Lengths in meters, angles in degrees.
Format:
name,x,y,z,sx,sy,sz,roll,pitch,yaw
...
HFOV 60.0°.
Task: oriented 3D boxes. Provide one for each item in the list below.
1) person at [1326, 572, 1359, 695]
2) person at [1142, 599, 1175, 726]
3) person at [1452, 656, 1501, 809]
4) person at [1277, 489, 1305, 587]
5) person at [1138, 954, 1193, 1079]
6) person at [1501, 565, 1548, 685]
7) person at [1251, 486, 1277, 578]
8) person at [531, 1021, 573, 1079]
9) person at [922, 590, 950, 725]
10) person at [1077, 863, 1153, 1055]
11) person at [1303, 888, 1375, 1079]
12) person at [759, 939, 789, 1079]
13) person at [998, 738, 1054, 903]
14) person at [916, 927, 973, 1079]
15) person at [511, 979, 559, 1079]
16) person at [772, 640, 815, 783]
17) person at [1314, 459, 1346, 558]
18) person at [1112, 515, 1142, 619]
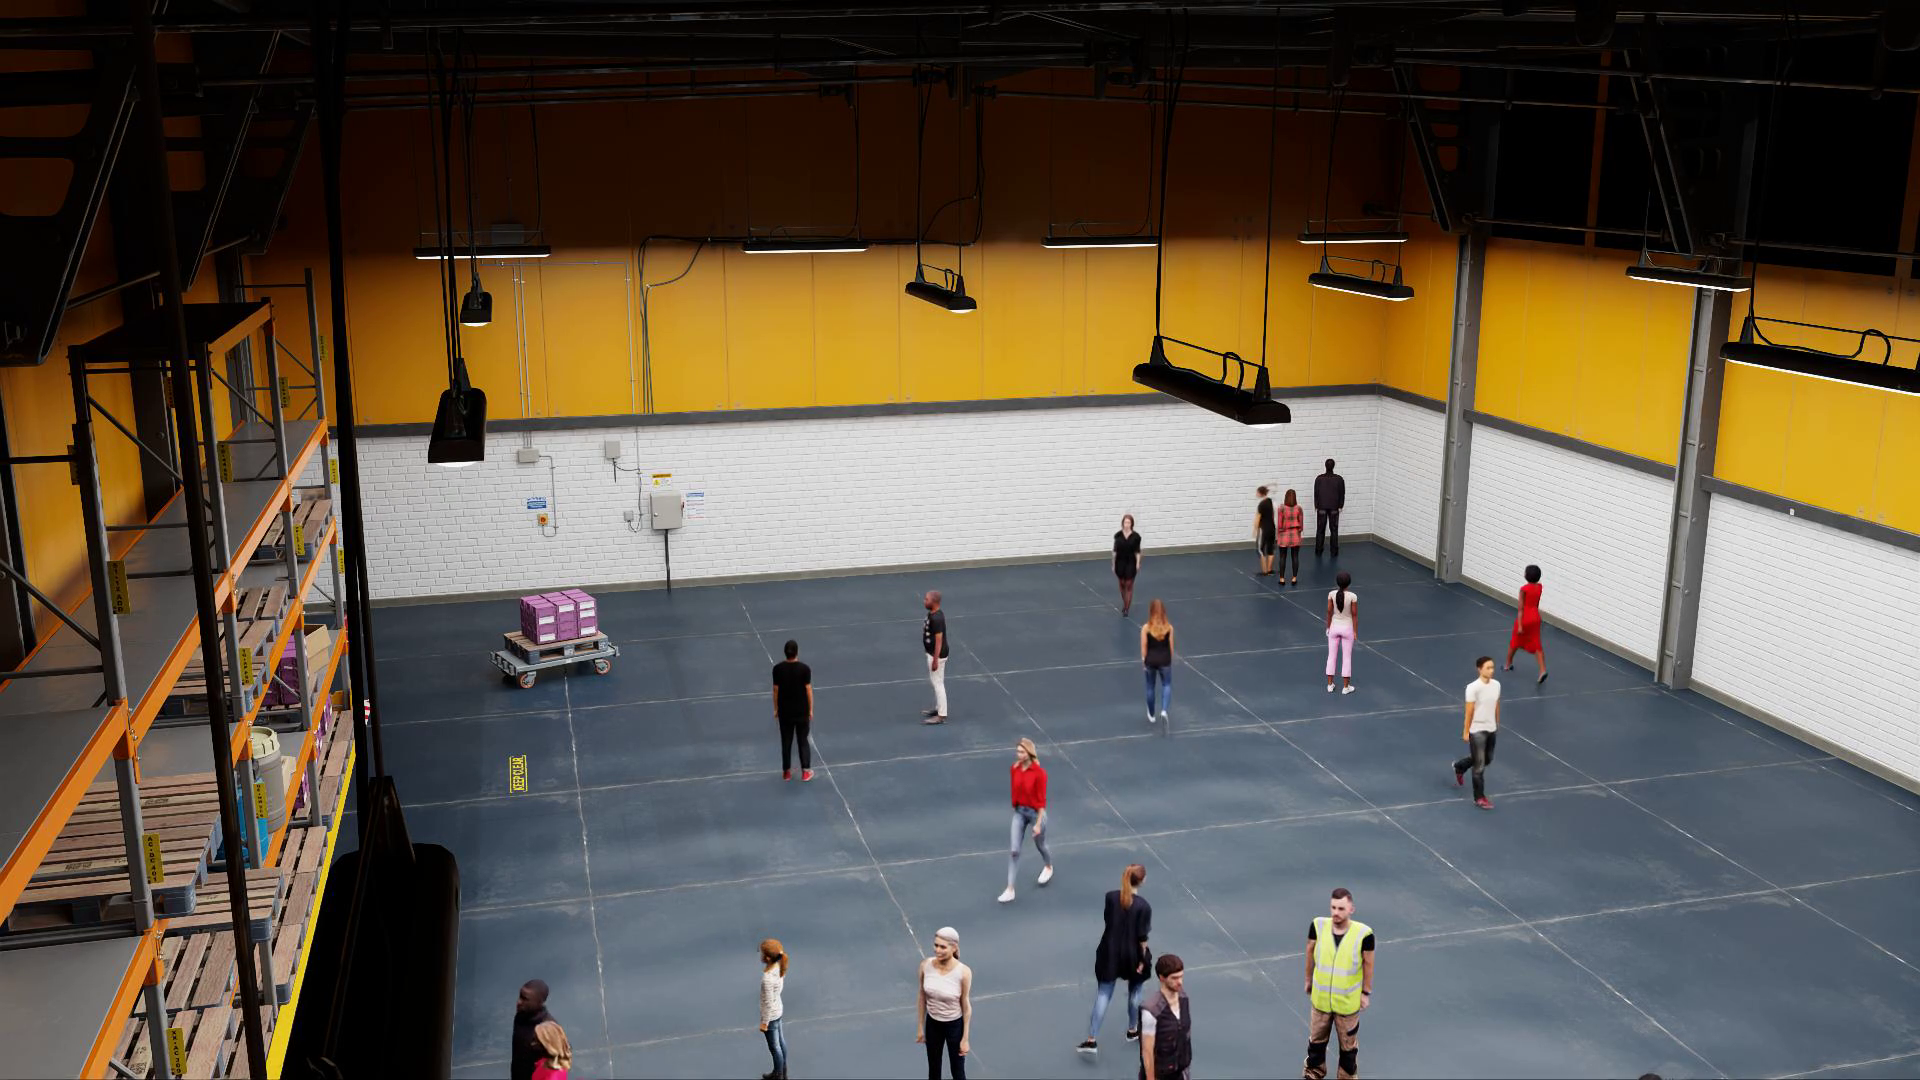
name,x,y,z,sx,sy,sz,roll,pitch,yaw
person,5.337,1.281,23.290,0.657,1.741,0.709,7,15,27
person,2.613,1.638,21.884,0.763,1.709,0.932,1,14,6
person,6.024,2.198,19.414,0.779,1.783,1.062,-7,15,-26
person,5.723,-0.055,28.887,0.679,1.703,0.661,1,14,4
person,1.425,3.895,12.356,1.021,1.808,1.267,-11,18,-39
person,8.127,1.235,23.578,0.699,1.696,1.143,-6,15,-24
person,5.468,-0.174,29.518,0.809,1.639,0.728,-6,15,-24
person,-2.723,4.136,11.605,0.728,1.691,0.948,-6,15,-23
person,-0.311,1.539,22.092,0.761,1.804,0.573,-1,14,-5
person,1.347,3.554,14.080,1.017,1.658,1.091,6,15,23
person,3.016,3.640,13.327,0.855,1.846,0.906,6,15,23
person,-1.519,3.861,13.542,0.607,1.316,0.526,2,14,8
person,0.767,2.859,17.053,1.118,1.609,1.164,8,16,31
person,-0.108,3.800,12.972,0.682,1.702,0.724,6,15,24
person,-2.983,3.983,11.977,0.984,1.814,1.069,-10,17,-36
person,-2.011,2.053,20.068,0.694,1.758,0.666,1,14,2
person,6.842,-0.608,30.884,0.795,1.839,0.754,3,14,11
person,2.696,0.407,27.063,0.931,1.664,1.144,3,14,14
